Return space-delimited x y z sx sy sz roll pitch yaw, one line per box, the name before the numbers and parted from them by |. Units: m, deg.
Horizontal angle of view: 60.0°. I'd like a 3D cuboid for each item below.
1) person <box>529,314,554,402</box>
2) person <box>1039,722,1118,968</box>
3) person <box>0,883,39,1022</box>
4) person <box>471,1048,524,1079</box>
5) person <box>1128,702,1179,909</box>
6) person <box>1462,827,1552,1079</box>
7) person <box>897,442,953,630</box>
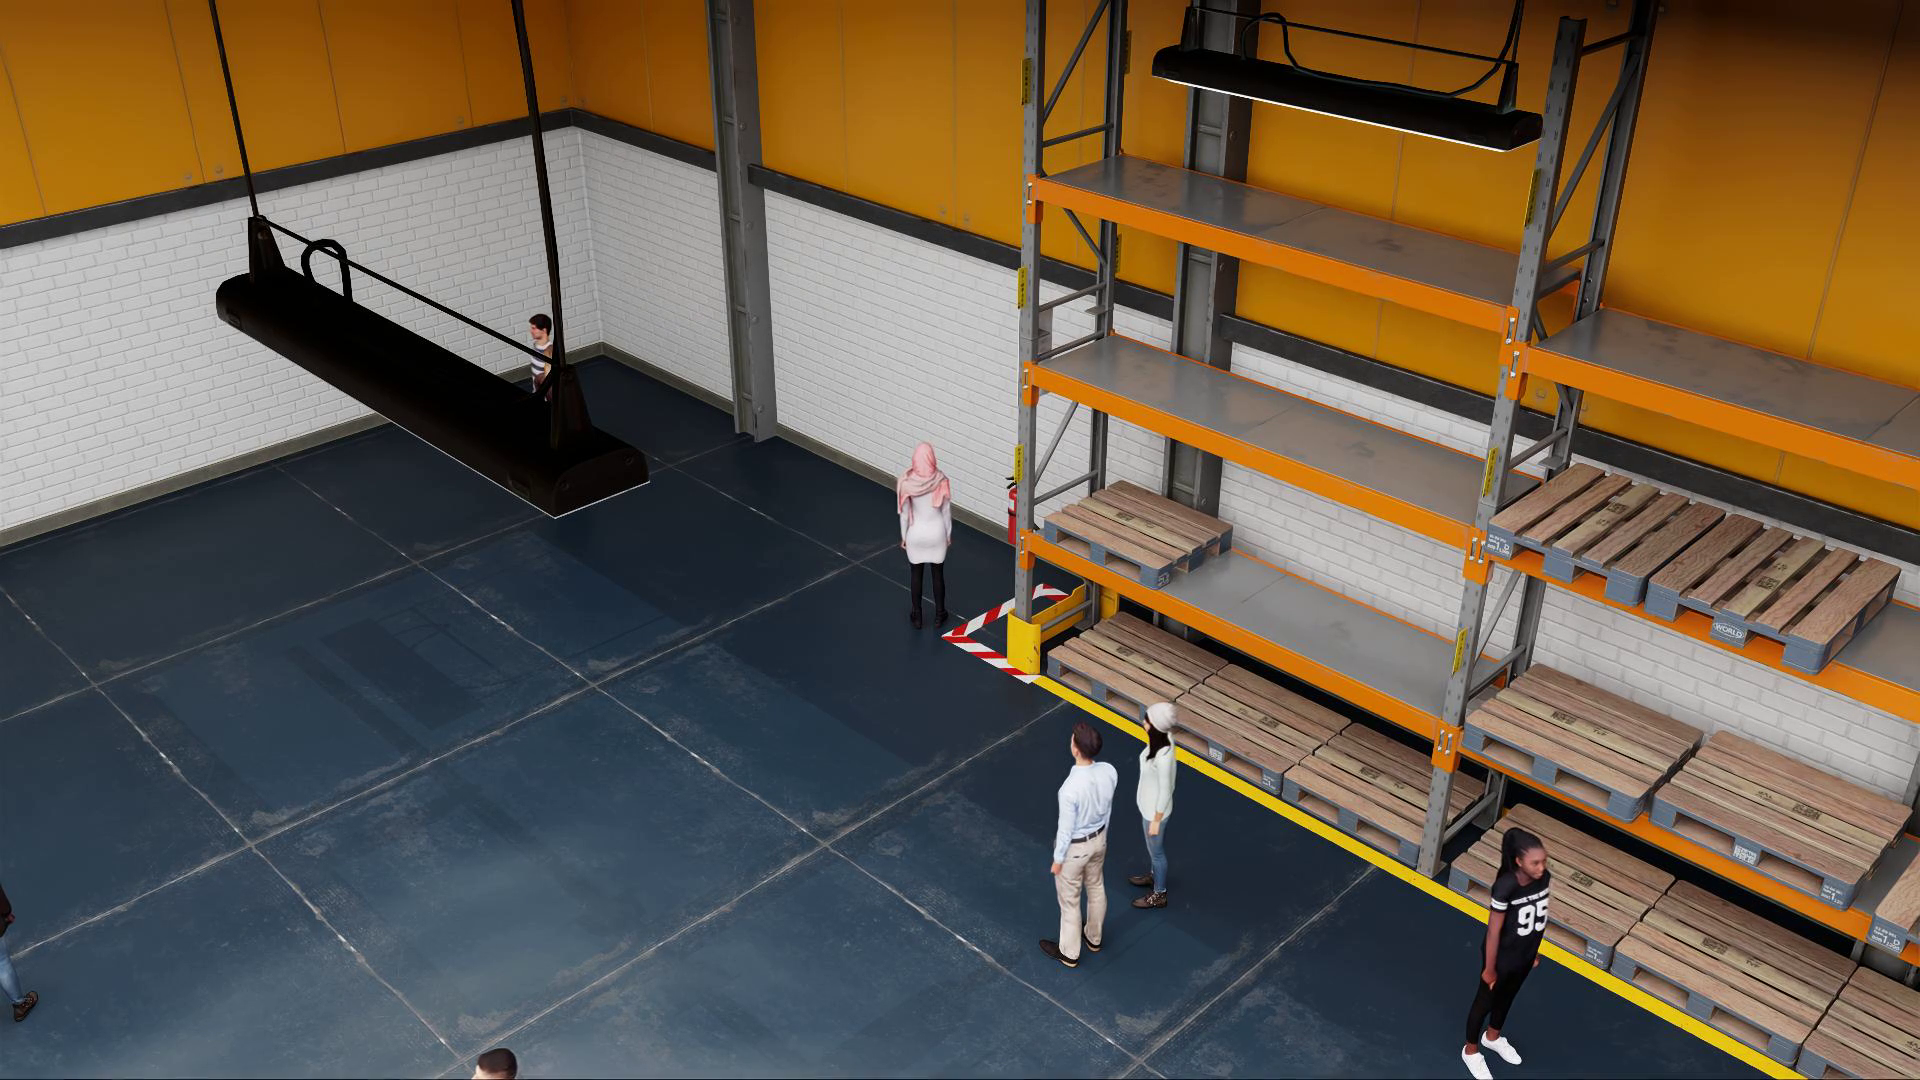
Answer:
person | -4.211 -1.461 17.137 0.715 1.854 0.475 -23 36 -36
person | 0.784 1.981 10.835 0.652 1.847 0.600 -23 36 -36
person | -6.182 2.356 10.370 0.734 1.634 0.753 -8 30 -15
person | -2.270 3.284 8.537 0.749 1.761 0.596 -12 31 -21
person | 1.337 1.803 11.373 0.684 1.644 0.632 1 29 2
person | 3.312 2.486 10.032 0.659 1.728 0.646 -17 33 -28
person | -0.294 -0.040 14.584 0.741 1.804 0.796 -1 29 -2
